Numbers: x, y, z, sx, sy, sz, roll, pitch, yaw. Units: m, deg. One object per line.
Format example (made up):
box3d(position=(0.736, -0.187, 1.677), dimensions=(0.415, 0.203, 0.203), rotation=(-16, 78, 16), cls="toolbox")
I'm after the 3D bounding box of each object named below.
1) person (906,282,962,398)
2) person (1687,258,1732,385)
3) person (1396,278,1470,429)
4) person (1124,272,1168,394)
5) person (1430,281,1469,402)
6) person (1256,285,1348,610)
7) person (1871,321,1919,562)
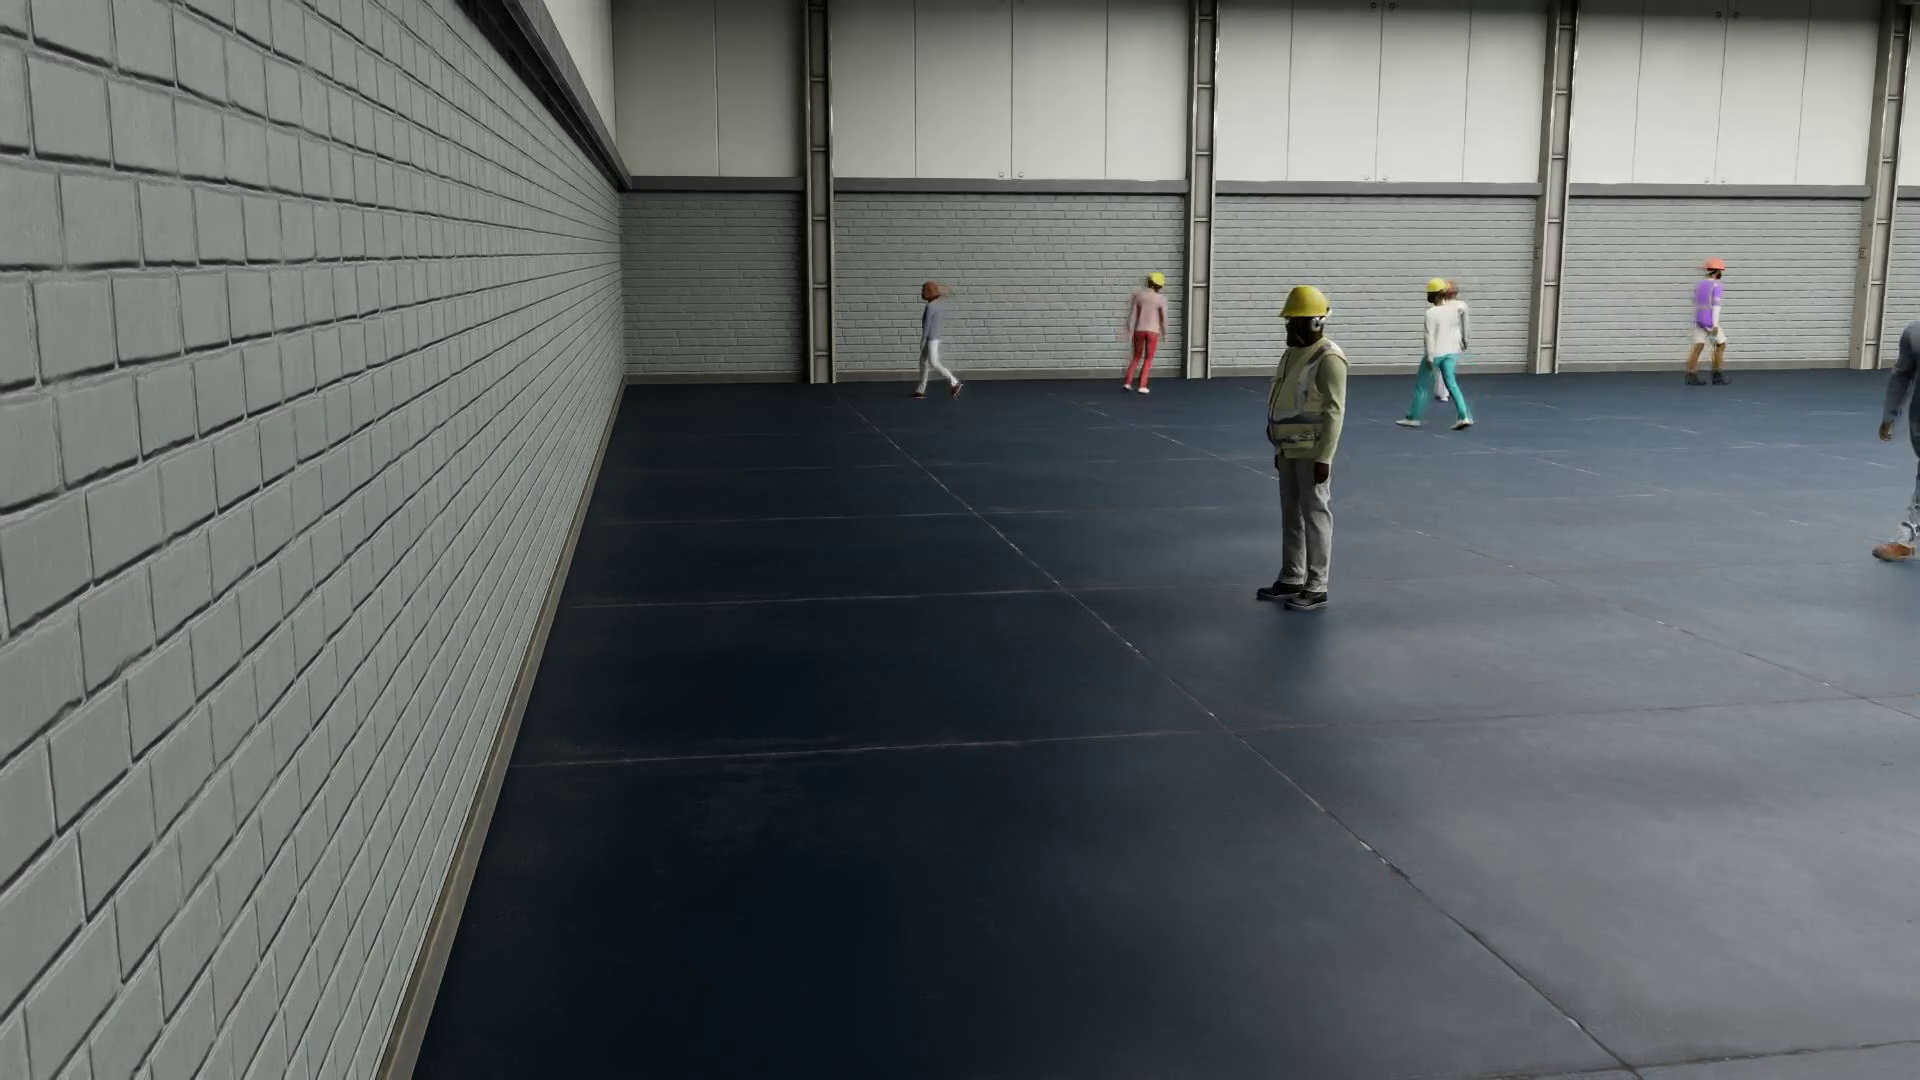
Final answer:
box3d(position=(-0.352, -2.739, 22.838), dimensions=(0.738, 1.609, 0.499), rotation=(1, 10, 3), cls="person")
box3d(position=(11.392, -3.287, 25.128), dimensions=(0.814, 1.907, 0.564), rotation=(-2, 10, -12), cls="person")
box3d(position=(5.474, -2.123, 18.993), dimensions=(0.530, 1.720, 0.918), rotation=(-7, 12, -35), cls="person")
box3d(position=(2.687, -2.953, 23.737), dimensions=(0.563, 1.719, 0.462), rotation=(5, 11, 24), cls="person")
box3d(position=(6.598, -2.679, 22.468), dimensions=(0.535, 1.609, 0.690), rotation=(4, 11, 22), cls="person")
box3d(position=(1.946, -0.523, 9.460), dimensions=(0.404, 1.829, 0.599), rotation=(-3, 10, -17), cls="person")
box3d(position=(6.459, -0.812, 10.983), dimensions=(1.040, 1.887, 0.652), rotation=(-4, 11, -24), cls="person")
